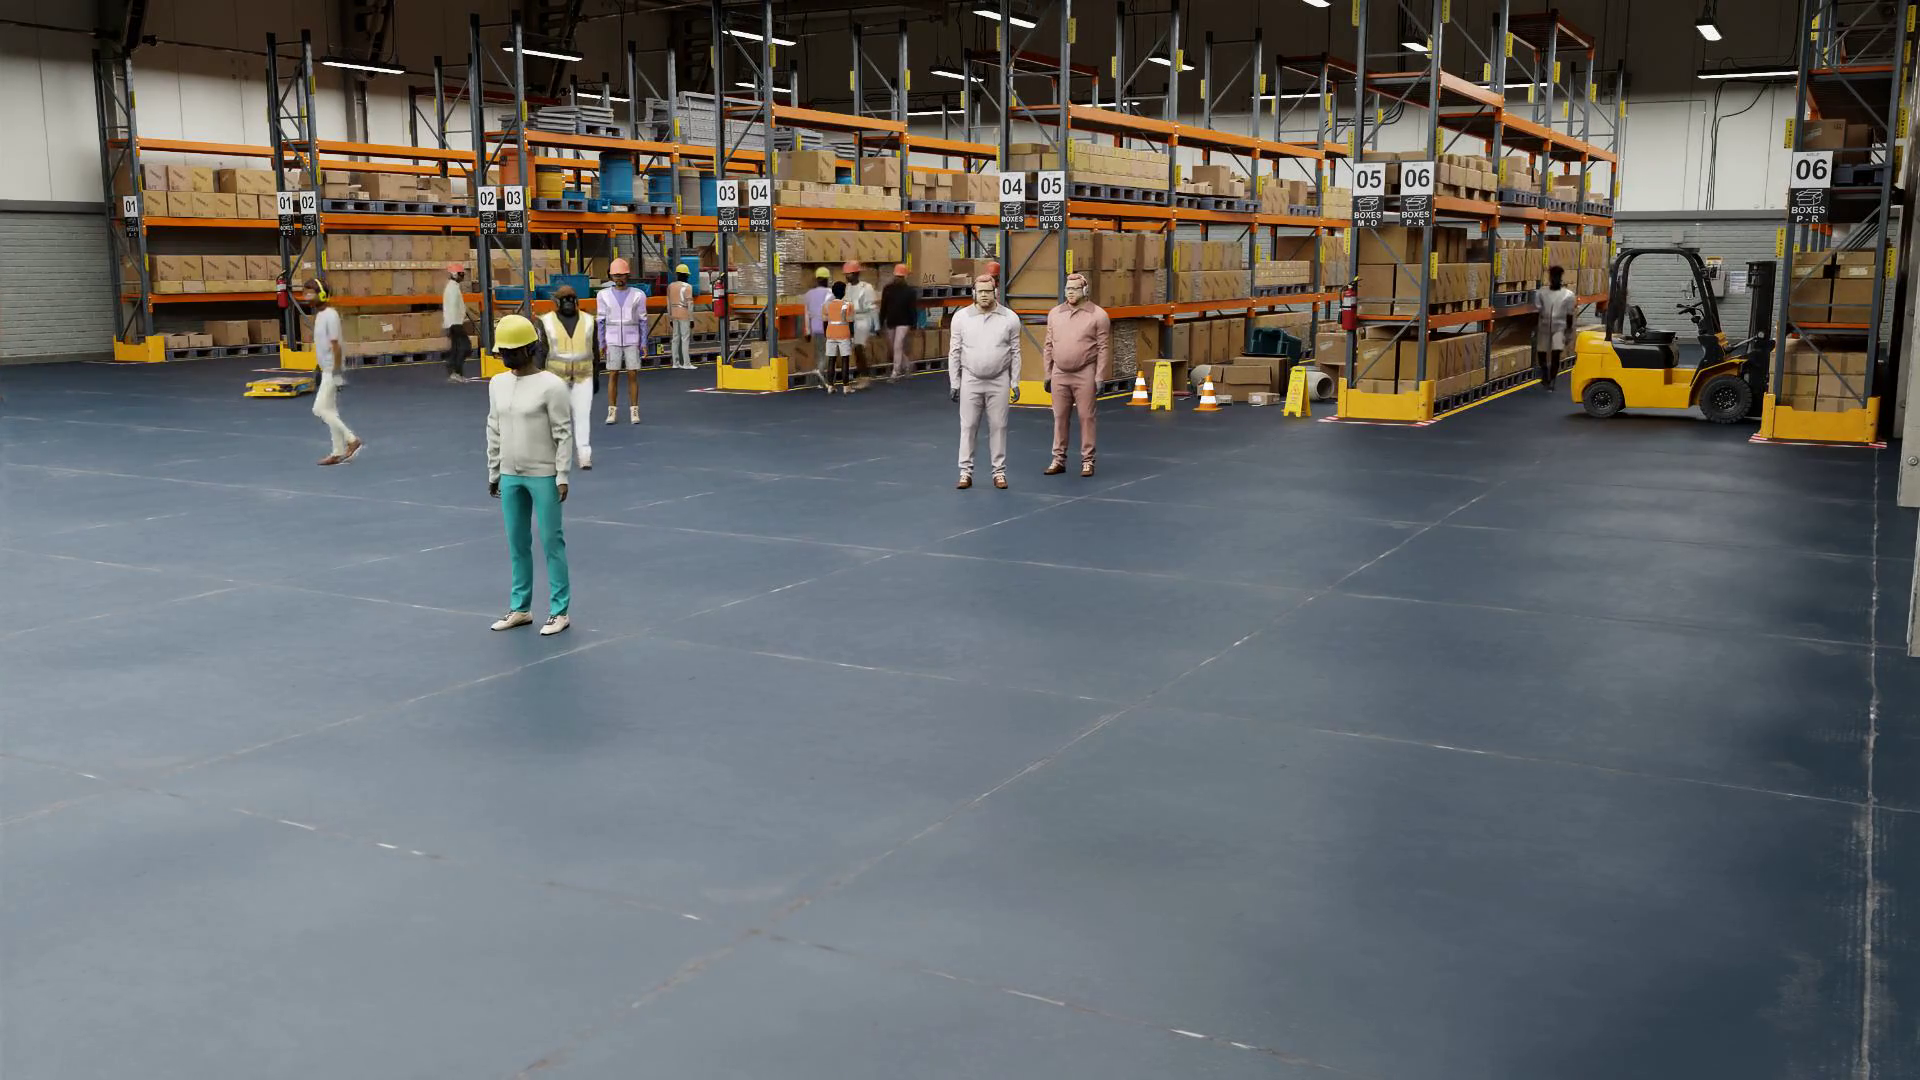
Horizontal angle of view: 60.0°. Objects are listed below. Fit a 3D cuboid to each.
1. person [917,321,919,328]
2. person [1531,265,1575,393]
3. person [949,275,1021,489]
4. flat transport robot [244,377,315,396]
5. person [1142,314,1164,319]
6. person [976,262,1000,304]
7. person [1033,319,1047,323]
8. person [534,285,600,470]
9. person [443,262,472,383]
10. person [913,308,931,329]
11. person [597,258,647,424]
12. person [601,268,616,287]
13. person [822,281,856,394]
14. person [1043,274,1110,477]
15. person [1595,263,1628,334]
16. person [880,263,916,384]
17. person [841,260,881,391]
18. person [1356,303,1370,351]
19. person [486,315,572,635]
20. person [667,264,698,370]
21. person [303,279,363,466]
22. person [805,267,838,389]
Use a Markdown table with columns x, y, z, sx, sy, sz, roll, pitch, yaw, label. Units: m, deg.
| x | y | z | sx | sy | sz | roll | pitch | yaw | label |
| --- | --- | --- | --- | --- | --- | --- | --- | --- | --- |
| -1.083 | -5.160 | 37.026 | 0.625 | 1.847 | 0.429 | 7 | 12 | 35 | person |
| 9.074 | -3.230 | 25.462 | 0.604 | 1.944 | 0.663 | 5 | 11 | 28 | person |
| 0.224 | -1.398 | 14.821 | 0.650 | 1.906 | 0.401 | 0 | 10 | -1 | person |
| -10.117 | -2.288 | 24.810 | 0.652 | 0.197 | 1.431 | -1 | 10 | -5 | flat transport robot |
| 4.035 | -4.716 | 34.430 | 0.636 | 1.842 | 0.429 | 9 | 13 | 42 | person |
| 0.508 | -3.168 | 24.951 | 0.609 | 1.984 | 0.398 | 3 | 10 | 18 | person |
| 1.575 | -4.007 | 30.142 | 0.546 | 1.899 | 0.969 | 4 | 11 | 24 | person |
| -3.839 | -1.590 | 16.292 | 0.648 | 1.791 | 0.978 | -4 | 10 | -20 | person |
| -8.139 | -3.517 | 27.007 | 0.514 | 1.974 | 0.650 | -2 | 10 | -14 | person |
| -0.937 | -5.021 | 36.261 | 0.580 | 1.829 | 0.389 | 6 | 11 | 30 | person |
| -4.158 | -2.439 | 20.513 | 0.610 | 2.042 | 0.396 | -1 | 10 | -8 | person |
| -6.776 | -4.401 | 32.525 | 0.520 | 1.865 | 0.328 | 4 | 11 | 24 | person |
| -1.820 | -3.046 | 25.079 | 0.542 | 1.695 | 0.316 | 4 | 11 | 24 | person |
| 1.077 | -1.551 | 15.712 | 0.643 | 1.909 | 0.410 | 4 | 11 | 23 | person |
| 13.894 | -5.024 | 35.655 | 0.763 | 2.000 | 0.938 | -5 | 11 | -27 | person |
| -0.982 | -3.554 | 27.278 | 0.637 | 1.966 | 0.788 | 5 | 11 | 28 | person |
| -1.612 | -3.266 | 25.463 | 0.683 | 2.003 | 0.863 | 8 | 13 | 40 | person |
| 8.803 | -5.050 | 36.345 | 0.515 | 1.860 | 0.326 | 2 | 10 | 11 | person |
| -2.375 | -0.348 | 9.112 | 0.532 | 1.757 | 0.337 | 4 | 11 | 23 | person |
| -5.096 | -4.077 | 30.465 | 0.590 | 1.920 | 0.390 | 6 | 12 | 33 | person |
| -6.256 | -1.646 | 16.439 | 0.399 | 1.851 | 0.549 | -6 | 11 | -30 | person |
| -2.144 | -3.287 | 25.858 | 0.613 | 1.910 | 0.519 | 5 | 11 | 27 | person |
